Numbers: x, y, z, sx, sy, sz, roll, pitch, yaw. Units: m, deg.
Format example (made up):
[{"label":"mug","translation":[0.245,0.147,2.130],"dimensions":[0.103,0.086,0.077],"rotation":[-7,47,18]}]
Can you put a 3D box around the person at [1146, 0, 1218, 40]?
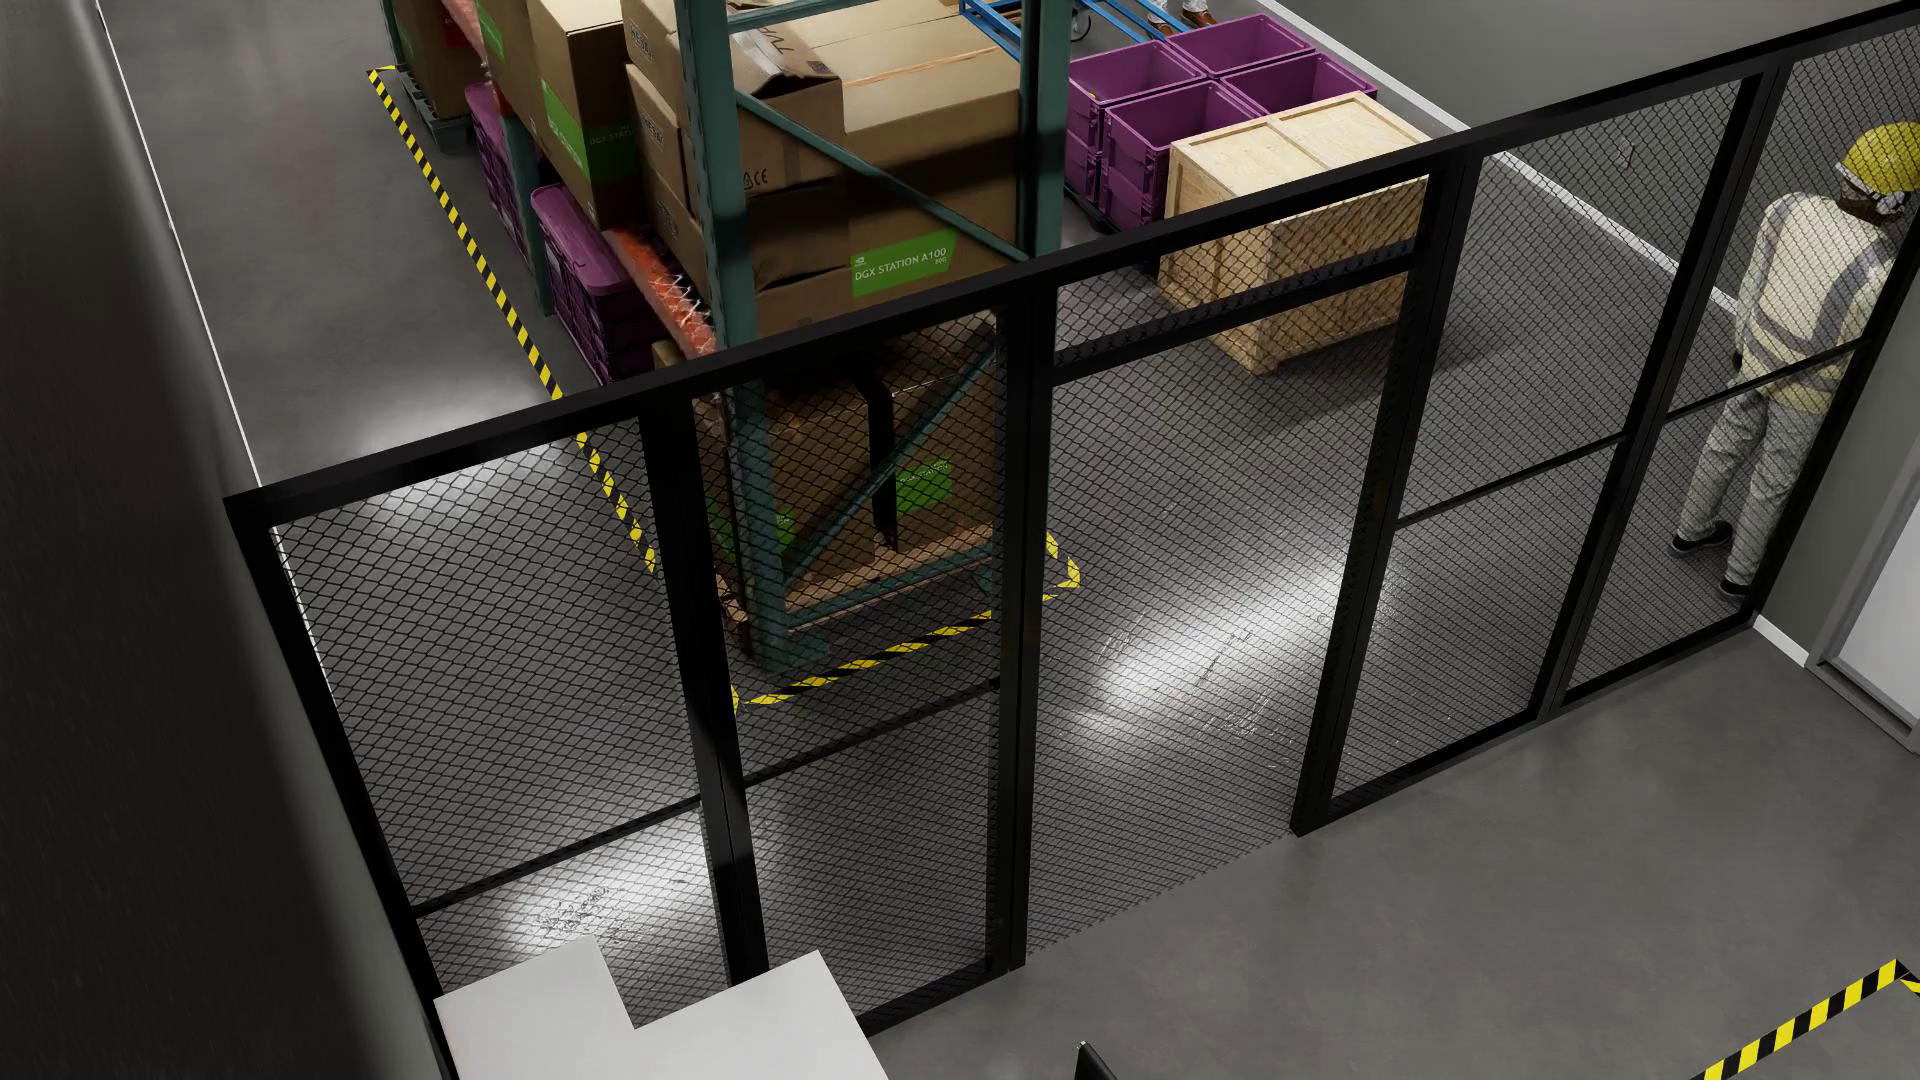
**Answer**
[{"label":"person","translation":[1.280,-3.629,8.916],"dimensions":[0.627,1.939,0.372],"rotation":[-21,47,-22]}]

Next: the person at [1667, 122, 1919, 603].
[{"label":"person","translation":[2.860,-0.576,5.652],"dimensions":[0.403,1.834,0.588],"rotation":[-14,44,-15]}]
